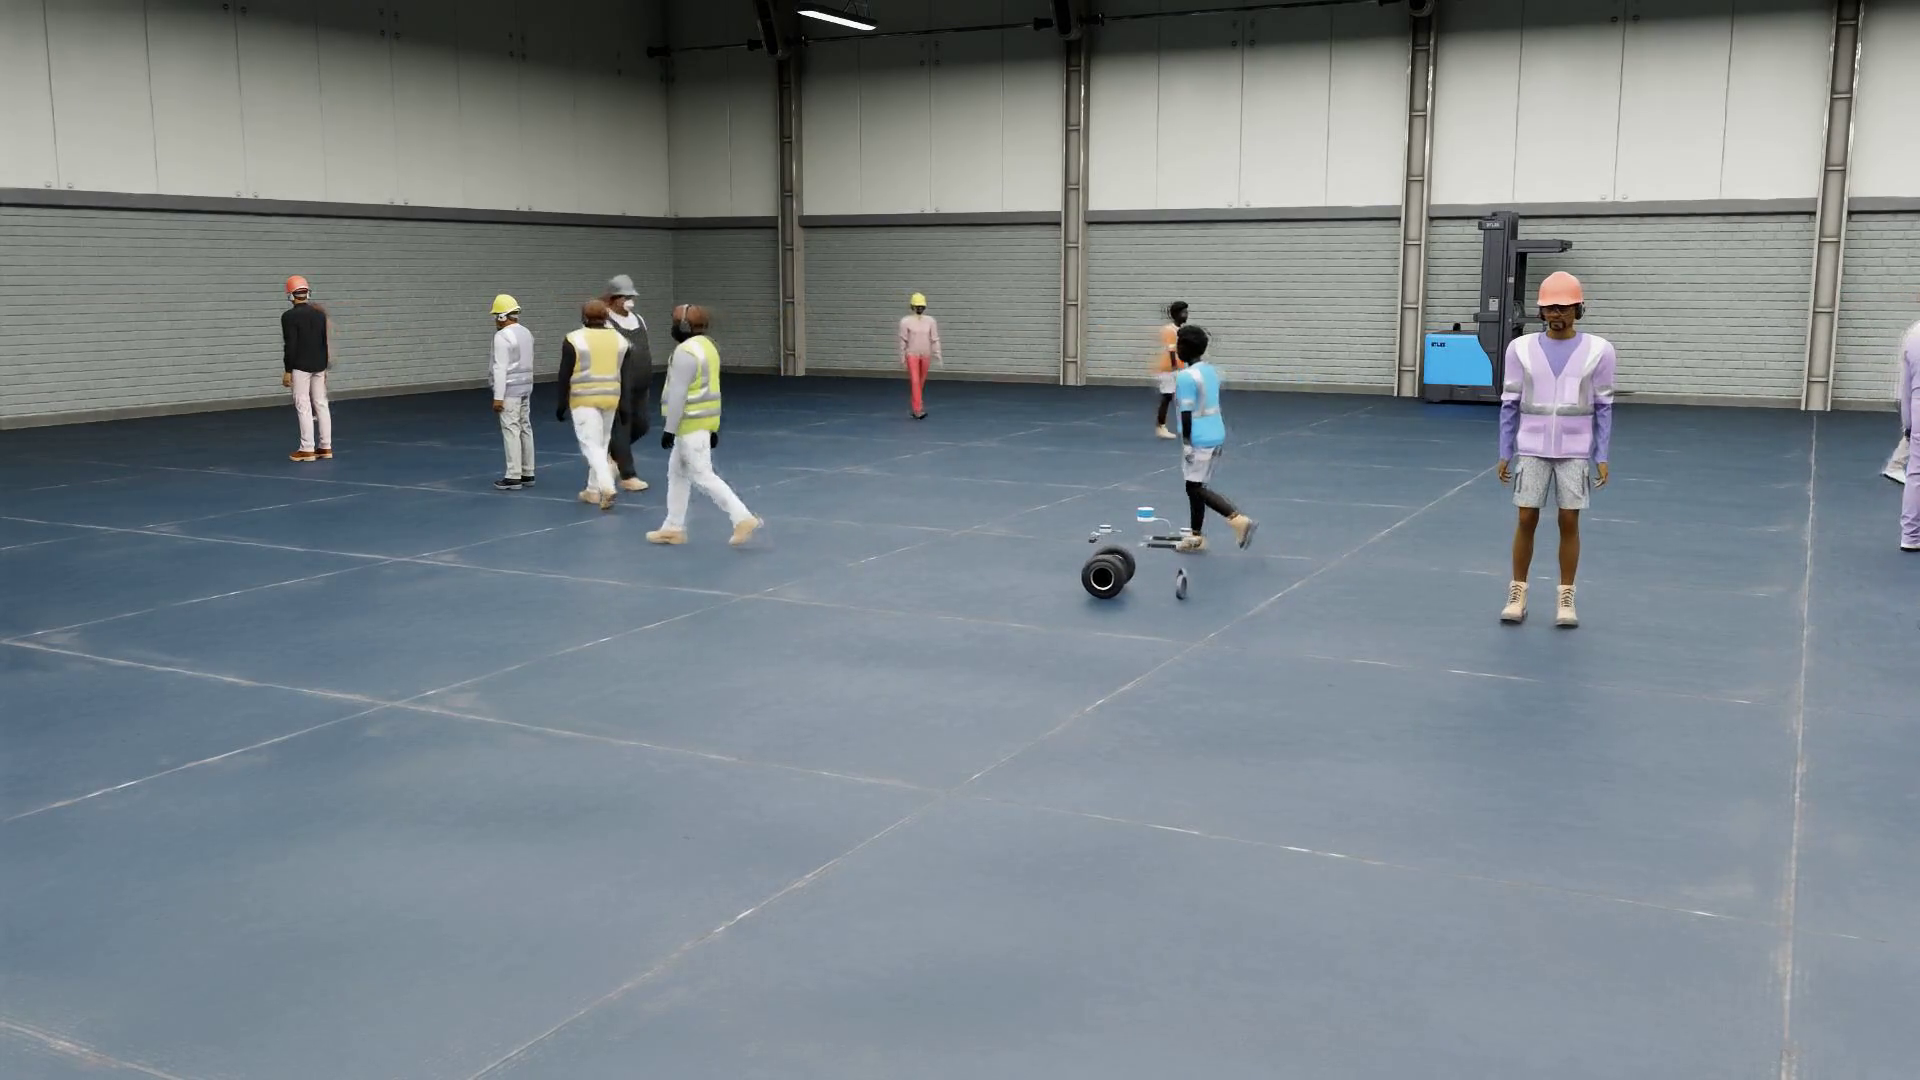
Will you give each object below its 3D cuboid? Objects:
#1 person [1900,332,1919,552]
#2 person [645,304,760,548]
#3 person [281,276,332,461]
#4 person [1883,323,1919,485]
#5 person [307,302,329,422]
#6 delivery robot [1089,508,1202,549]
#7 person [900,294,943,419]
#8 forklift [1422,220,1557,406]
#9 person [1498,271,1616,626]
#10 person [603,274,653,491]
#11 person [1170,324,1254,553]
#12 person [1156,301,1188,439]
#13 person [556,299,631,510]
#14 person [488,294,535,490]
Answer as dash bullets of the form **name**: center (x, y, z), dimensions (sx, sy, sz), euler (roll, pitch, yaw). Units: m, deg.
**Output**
- **person**: center (7.113, -0.836, 12.008), dimensions (0.403, 1.902, 0.637), euler (-3, 10, -17)
- **person**: center (-1.926, -0.847, 12.375), dimensions (0.893, 1.810, 0.628), euler (1, 9, 6)
- **person**: center (-7.112, -1.862, 18.046), dimensions (0.391, 1.990, 0.621), euler (4, 10, 22)
- **person**: center (9.181, -1.403, 15.650), dimensions (0.651, 1.862, 0.992), euler (-5, 11, -29)
- **person**: center (-8.816, -2.422, 22.627), dimensions (0.542, 1.622, 0.437), euler (8, 12, 42)
- **delivery robot**: center (1.182, -0.090, 10.583), dimensions (0.698, 0.223, 0.335), euler (2, 10, 14)
- **person**: center (-0.529, -2.518, 22.908), dimensions (0.542, 1.723, 0.878), euler (-4, 10, -25)
- **forklift**: center (8.245, -3.527, 25.720), dimensions (1.873, 2.768, 1.129), euler (5, 10, 27)
- **person**: center (3.429, -0.519, 9.610), dimensions (0.615, 2.040, 0.391), euler (4, 10, 23)
- **person**: center (-3.215, -1.488, 15.726), dimensions (0.745, 2.000, 0.701), euler (6, 11, 34)
- **person**: center (1.809, -0.706, 11.923), dimensions (0.644, 1.677, 0.536), euler (6, 11, 31)
- **person**: center (2.677, -2.056, 20.229), dimensions (0.623, 1.678, 0.544), euler (6, 11, 31)
- **person**: center (-3.141, -1.180, 14.409), dimensions (0.622, 1.816, 0.896), euler (-8, 12, -41)
- **person**: center (-4.248, -1.404, 15.750), dimensions (0.403, 1.825, 0.589), euler (2, 9, 12)
